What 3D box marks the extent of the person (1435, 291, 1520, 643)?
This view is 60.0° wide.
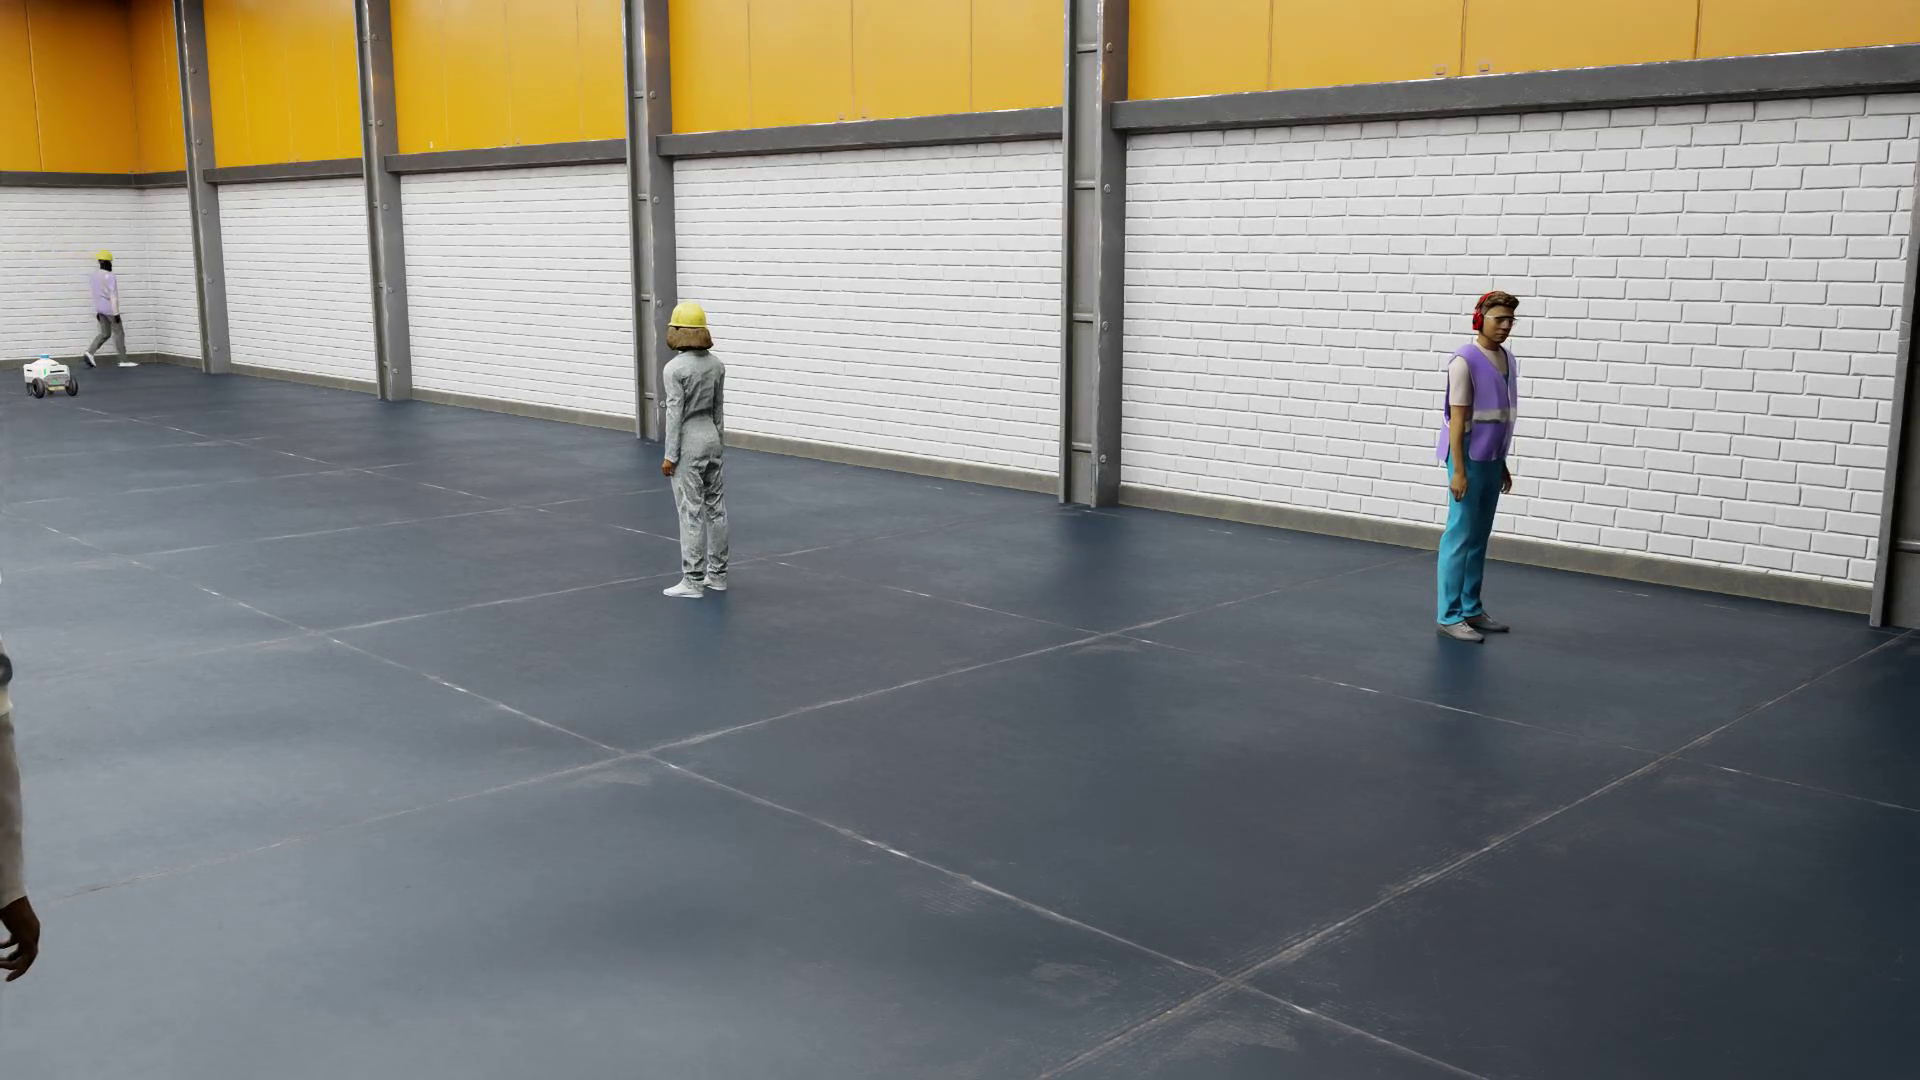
[{"bbox_3d":[2.749,-0.397,8.850,0.395,1.841,0.564,10,14,43],"label":"person"}]

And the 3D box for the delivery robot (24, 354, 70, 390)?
[{"bbox_3d":[-12.125,-2.225,22.073,0.707,0.478,0.477,9,14,40],"label":"delivery robot"}]

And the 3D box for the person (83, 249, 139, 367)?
[{"bbox_3d":[-13.751,-3.720,26.797,0.601,1.906,0.775,6,12,30],"label":"person"}]

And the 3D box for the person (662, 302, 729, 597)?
[{"bbox_3d":[-1.588,-0.532,9.859,0.295,1.744,0.491,6,12,31],"label":"person"}]
